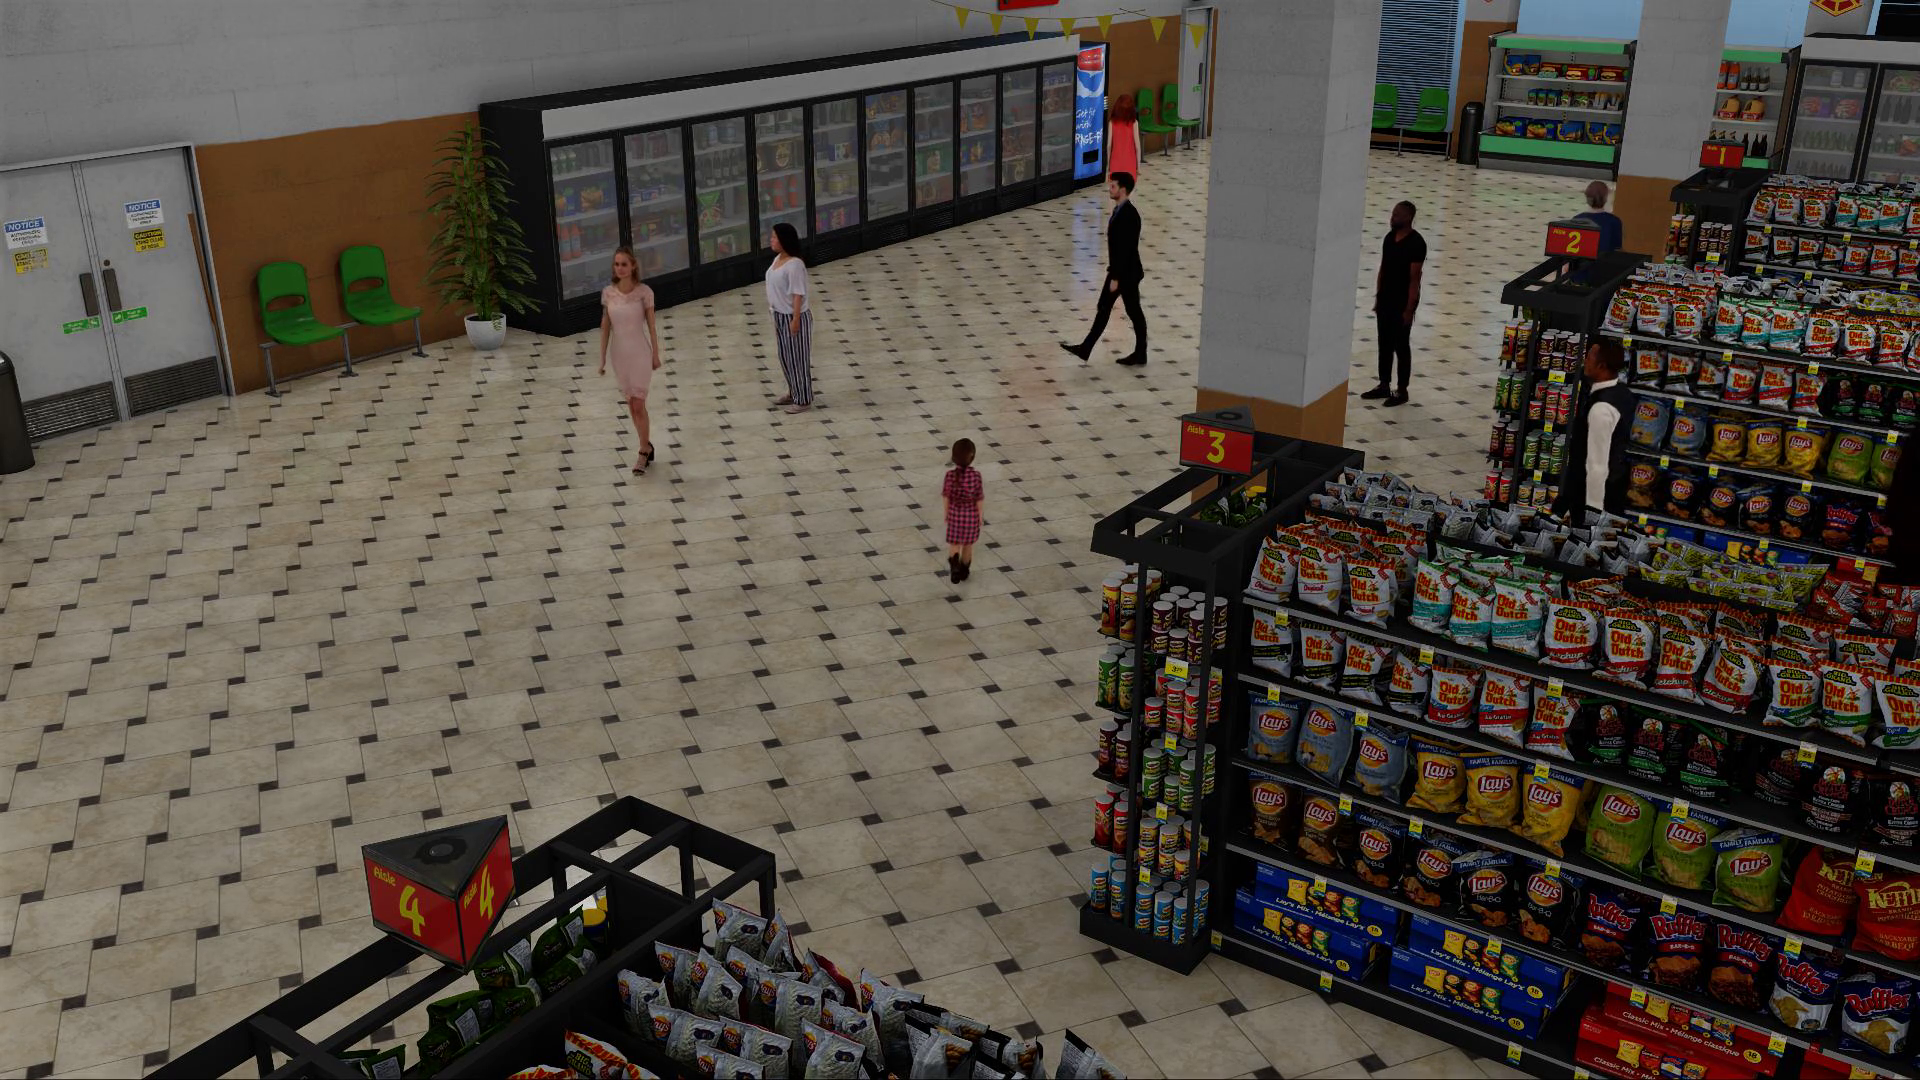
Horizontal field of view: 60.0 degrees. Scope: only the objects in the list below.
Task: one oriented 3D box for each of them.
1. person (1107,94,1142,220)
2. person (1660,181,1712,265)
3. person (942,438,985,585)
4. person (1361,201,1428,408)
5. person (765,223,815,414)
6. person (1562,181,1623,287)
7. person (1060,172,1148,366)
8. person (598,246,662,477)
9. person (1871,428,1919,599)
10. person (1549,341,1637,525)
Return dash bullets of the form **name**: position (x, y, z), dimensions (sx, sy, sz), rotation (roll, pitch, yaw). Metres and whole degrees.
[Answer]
- **person**: position (2.135, -4.904, 21.770), dimensions (0.518, 1.828, 0.692), rotation (8, 23, 20)
- **person**: position (7.150, -2.637, 16.262), dimensions (0.905, 1.728, 1.154), rotation (-17, 28, -36)
- **person**: position (0.013, -0.177, 11.097), dimensions (0.637, 1.013, 0.643), rotation (2, 22, 6)
- **person**: position (3.919, -2.115, 14.840), dimensions (0.821, 1.819, 0.706), rotation (-10, 24, -23)
- **person**: position (-1.491, -1.967, 14.660), dimensions (0.855, 1.679, 0.754), rotation (-9, 24, -21)
- **person**: position (5.830, -2.341, 15.371), dimensions (0.980, 1.844, 0.856), rotation (11, 24, 26)
- **person**: position (1.651, -2.529, 15.905), dimensions (1.203, 1.793, 1.126), rotation (-3, 22, -7)
- **person**: position (-2.563, -1.441, 13.175), dimensions (0.792, 1.811, 0.791), rotation (6, 23, 14)
- **person**: position (5.777, -0.052, 9.871), dimensions (0.817, 1.697, 0.675), rotation (-20, 29, -41)
- **person**: position (3.946, -0.251, 10.109), dimensions (1.044, 1.889, 0.763), rotation (19, 29, 39)
